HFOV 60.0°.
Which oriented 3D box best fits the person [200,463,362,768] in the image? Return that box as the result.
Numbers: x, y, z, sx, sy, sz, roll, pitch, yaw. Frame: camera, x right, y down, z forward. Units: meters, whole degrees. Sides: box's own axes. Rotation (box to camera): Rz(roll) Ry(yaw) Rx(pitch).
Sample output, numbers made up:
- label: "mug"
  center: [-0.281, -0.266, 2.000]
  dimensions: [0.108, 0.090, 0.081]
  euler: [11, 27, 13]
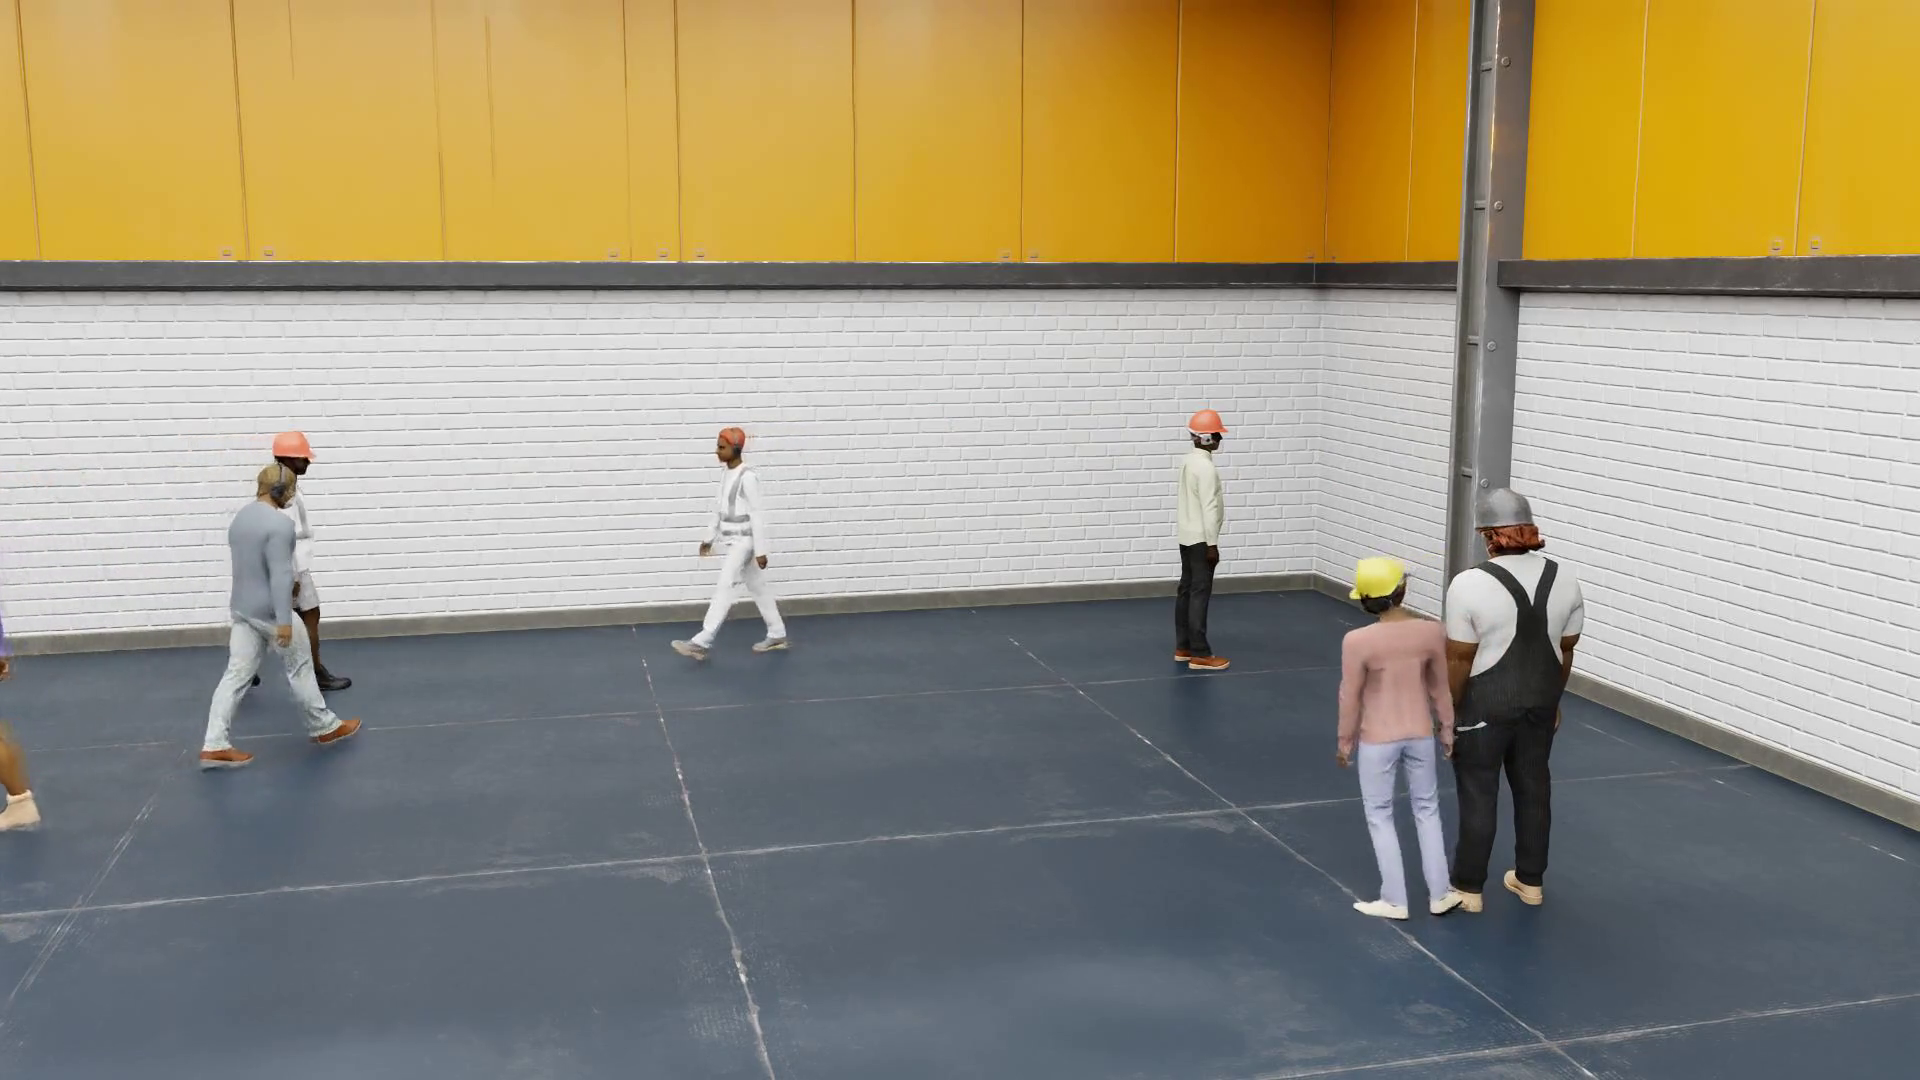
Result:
- label: "person"
  center: [-4.295, 0.461, 10.346]
  dimensions: [0.698, 1.857, 1.057]
  euler: [7, 11, 36]

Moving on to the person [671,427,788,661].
- label: "person"
  center: [-1.803, 0.024, 13.131]
  dimensions: [1.005, 1.827, 0.582]
  euler: [-4, 10, -22]

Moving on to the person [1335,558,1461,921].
- label: "person"
  center: [2.077, 0.931, 7.814]
  dimensions: [0.654, 1.730, 0.319]
  euler: [-2, 9, -13]

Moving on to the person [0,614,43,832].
- label: "person"
  center: [-5.510, 0.612, 8.981]
  dimensions: [1.058, 1.981, 0.630]
  euler: [0, 9, 1]

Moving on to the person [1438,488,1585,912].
- label: "person"
  center: [2.562, 0.748, 7.951]
  dimensions: [0.681, 2.000, 0.538]
  euler: [-2, 9, -14]

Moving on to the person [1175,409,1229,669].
- label: "person"
  center: [1.862, -0.010, 12.824]
  dimensions: [0.380, 1.996, 0.608]
  euler: [-2, 9, -12]

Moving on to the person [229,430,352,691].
- label: "person"
  center: [-4.845, 0.167, 11.948]
  dimensions: [0.735, 1.920, 0.556]
  euler: [-4, 10, -24]
